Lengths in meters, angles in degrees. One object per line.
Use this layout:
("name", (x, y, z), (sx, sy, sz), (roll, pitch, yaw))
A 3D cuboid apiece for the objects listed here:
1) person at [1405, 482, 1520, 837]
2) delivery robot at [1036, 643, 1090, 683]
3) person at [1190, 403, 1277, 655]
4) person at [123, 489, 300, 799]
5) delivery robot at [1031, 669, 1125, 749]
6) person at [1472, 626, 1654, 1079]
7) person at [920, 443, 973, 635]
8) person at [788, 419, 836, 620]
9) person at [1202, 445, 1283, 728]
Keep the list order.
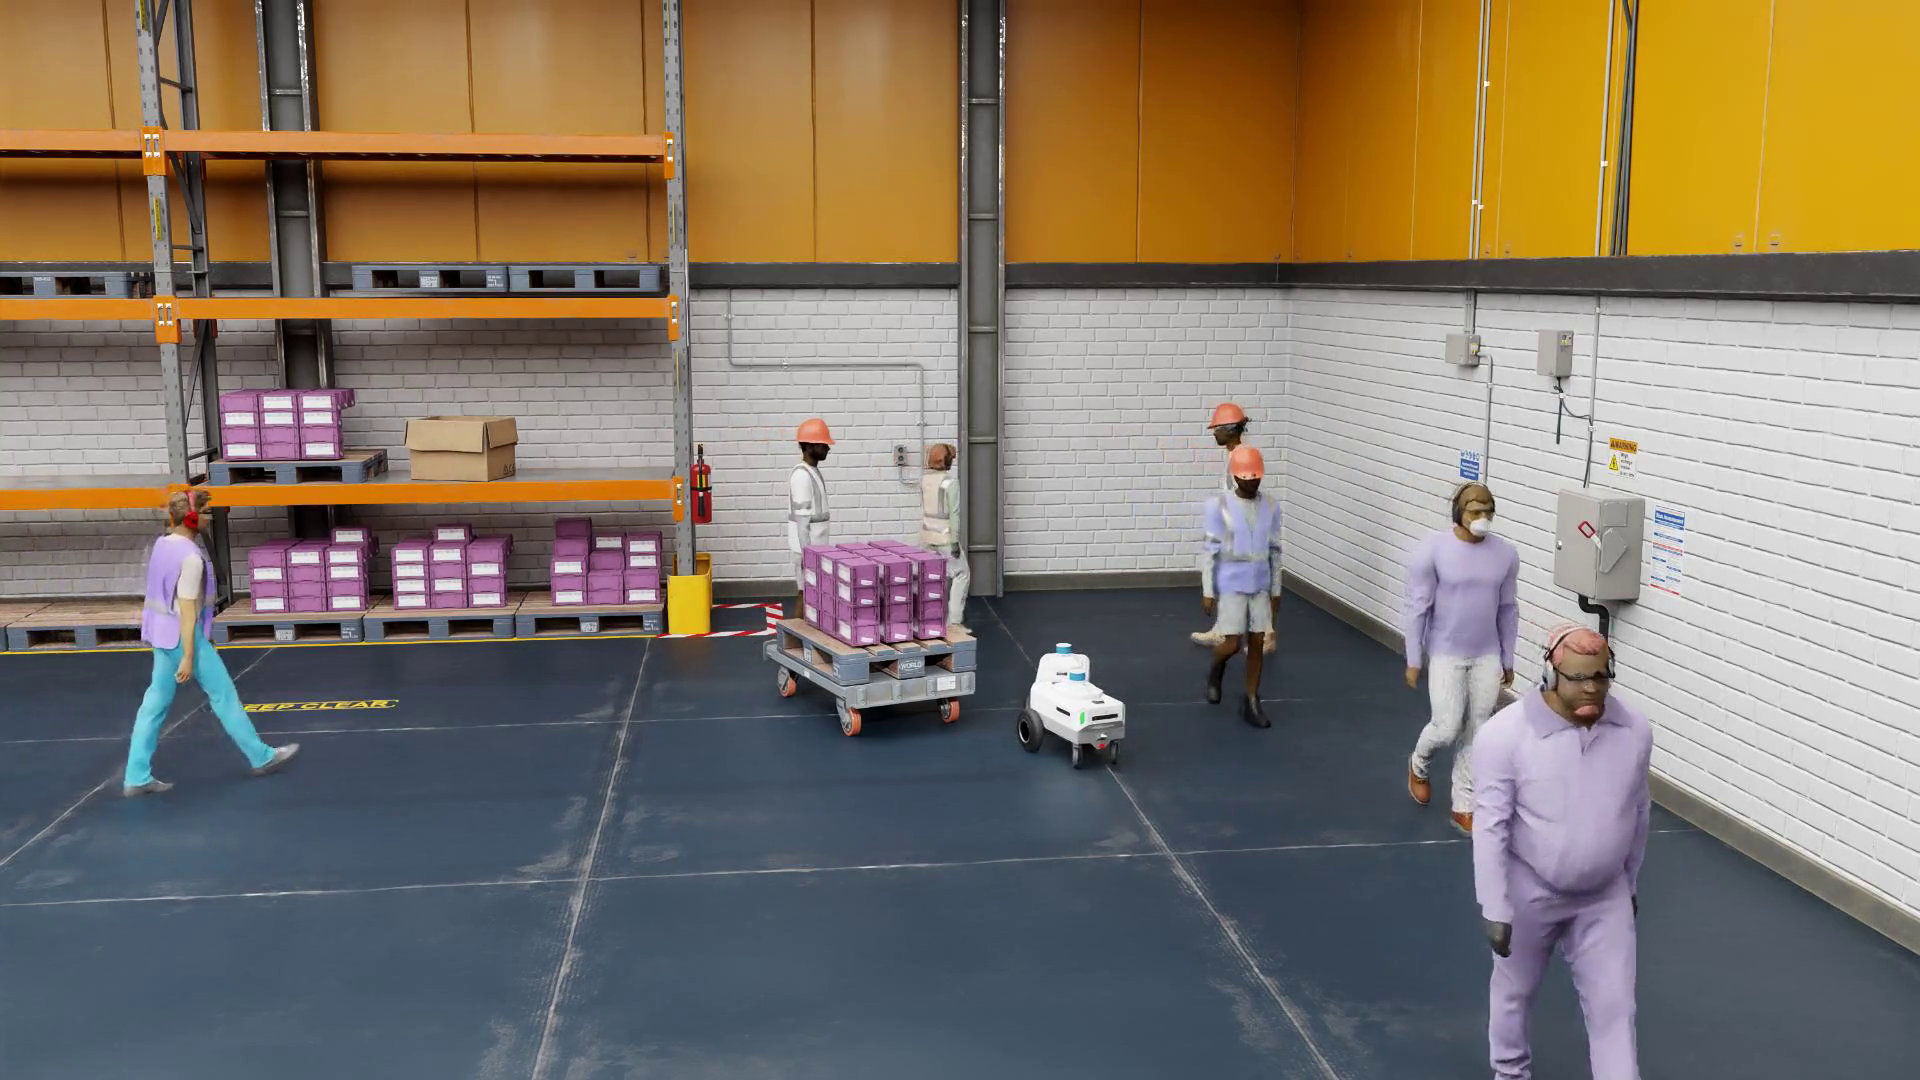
("person", (2.716, 0.629, 9.054), (0.648, 1.926, 0.561), (-2, 9, -13))
("delivery robot", (0.690, 0.935, 11.119), (0.477, 0.478, 0.707), (1, 9, 6))
("person", (2.231, -0.080, 13.293), (0.694, 2.007, 0.618), (0, 9, 3))
("person", (-4.485, 0.587, 9.769), (0.569, 1.783, 1.017), (8, 12, 42))
("delivery robot", (0.732, 1.052, 10.384), (0.477, 0.478, 0.707), (-4, 10, -25))
("person", (2.064, 1.219, 5.576), (0.659, 1.856, 0.966), (-1, 9, -3))
("person", (-0.104, -0.001, 13.874), (0.478, 1.623, 0.548), (-7, 11, -37))
("person", (-1.119, 0.038, 12.706), (0.373, 1.934, 0.551), (0, 9, 2))
("person", (1.883, 0.298, 11.148), (0.604, 1.913, 0.575), (-3, 10, -18))
